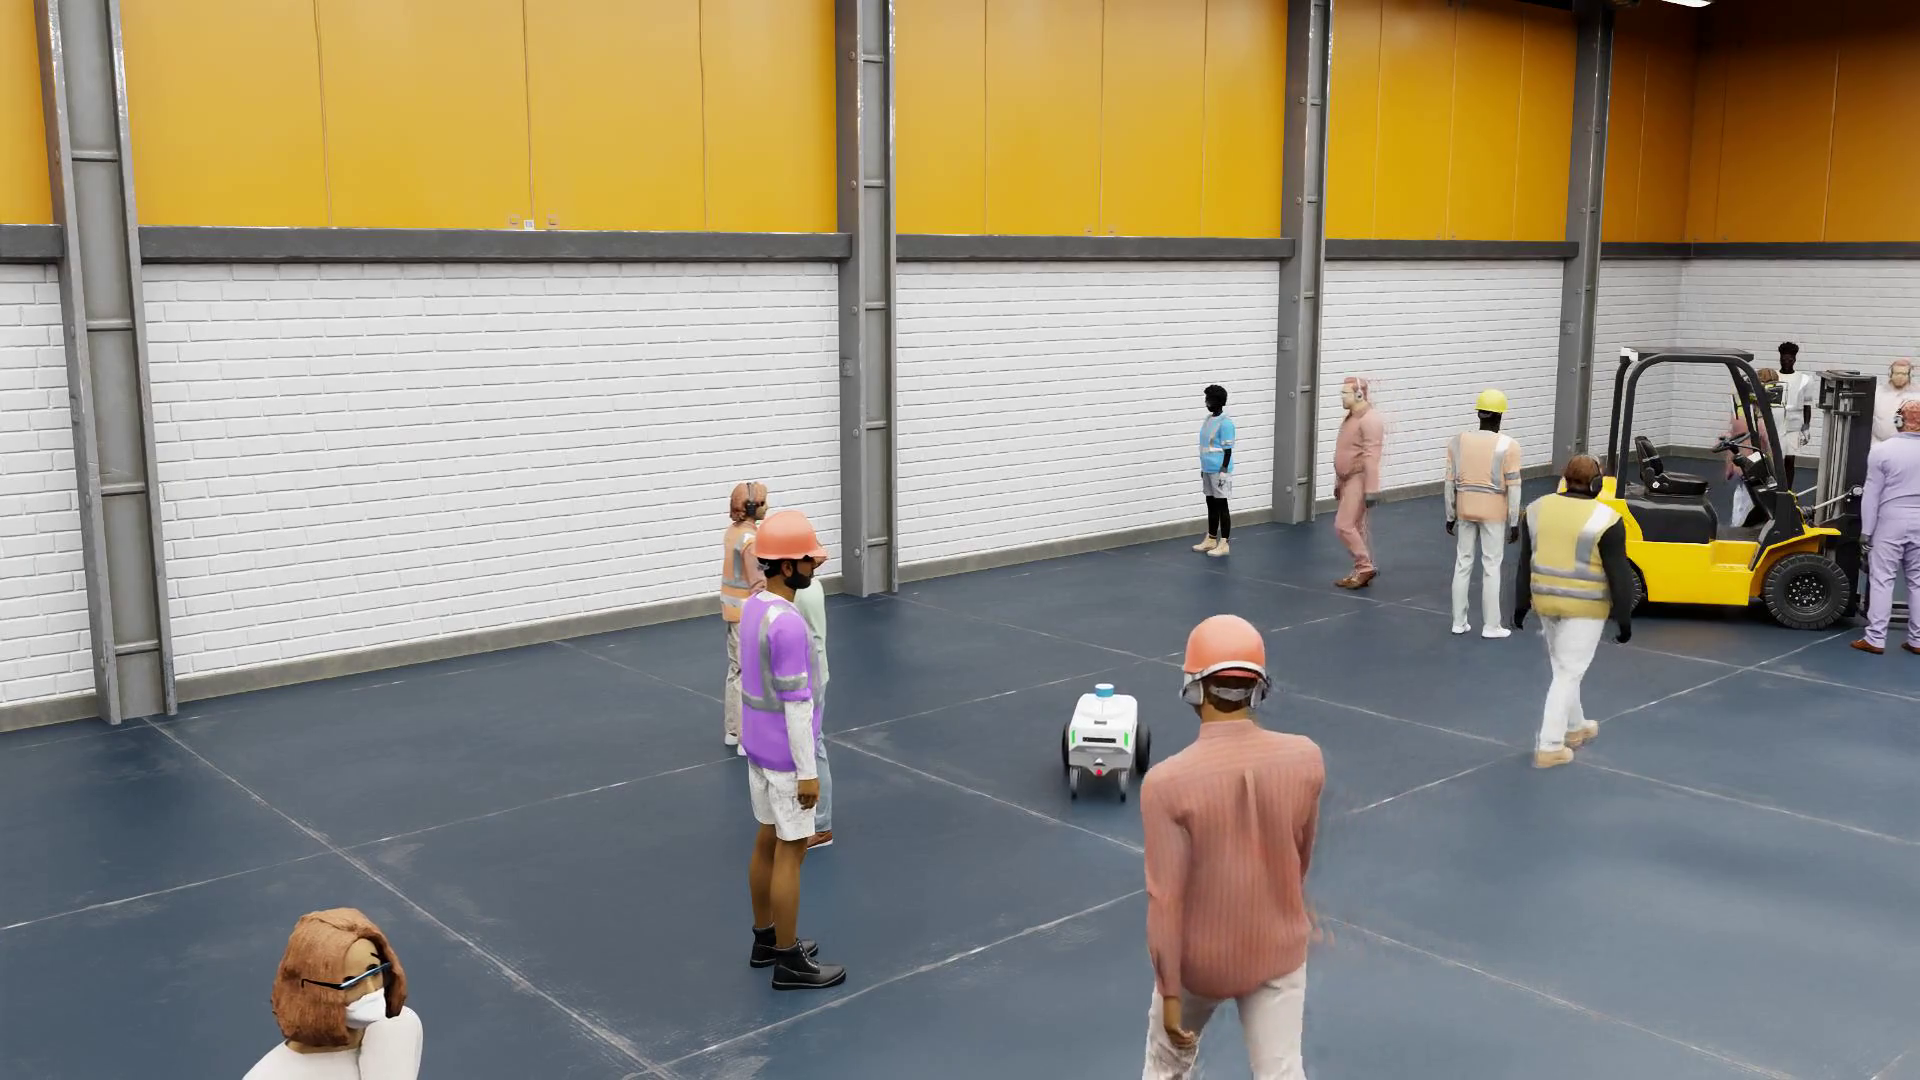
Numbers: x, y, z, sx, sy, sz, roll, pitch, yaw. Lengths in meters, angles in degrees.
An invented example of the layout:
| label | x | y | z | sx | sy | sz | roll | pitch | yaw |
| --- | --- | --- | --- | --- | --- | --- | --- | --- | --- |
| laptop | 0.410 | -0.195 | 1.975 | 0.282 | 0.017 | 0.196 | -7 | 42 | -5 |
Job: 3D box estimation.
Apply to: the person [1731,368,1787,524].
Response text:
| label | x | y | z | sx | sy | sz | roll | pitch | yaw |
| --- | --- | --- | --- | --- | --- | --- | --- | --- | --- |
| person | 7.948 | -0.786 | 16.525 | 0.429 | 1.844 | 0.627 | -4 | 10 | -20 |

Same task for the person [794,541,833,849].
| label | x | y | z | sx | sy | sz | roll | pitch | yaw |
| --- | --- | --- | --- | --- | --- | --- | --- | --- | --- |
| person | -0.796 | 0.723 | 8.297 | 0.272 | 1.632 | 0.508 | -3 | 10 | -16 |

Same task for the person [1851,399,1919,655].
| label | x | y | z | sx | sy | sz | roll | pitch | yaw |
| --- | --- | --- | --- | --- | --- | --- | --- | --- | --- |
| person | 6.982 | -0.096 | 12.323 | 0.641 | 1.900 | 0.403 | 1 | 10 | 4 |

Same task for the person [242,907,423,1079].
| label | x | y | z | sx | sy | sz | roll | pitch | yaw |
| --- | --- | --- | --- | --- | --- | --- | --- | --- | --- |
| person | -1.265 | 1.547 | 3.467 | 0.279 | 1.634 | 0.499 | 4 | 11 | 24 |

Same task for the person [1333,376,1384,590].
| label | x | y | z | sx | sy | sz | roll | pitch | yaw |
| --- | --- | --- | --- | --- | --- | --- | --- | --- | --- |
| person | 3.477 | -0.494 | 14.671 | 0.445 | 1.889 | 0.671 | -1 | 10 | -4 |

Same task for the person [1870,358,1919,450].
| label | x | y | z | sx | sy | sz | roll | pitch | yaw |
| --- | --- | --- | --- | --- | --- | --- | --- | --- | --- |
| person | 10.023 | -1.020 | 17.822 | 0.646 | 1.875 | 0.825 | 6 | 12 | 33 |

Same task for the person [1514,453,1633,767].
| label | x | y | z | sx | sy | sz | roll | pitch | yaw |
| --- | --- | --- | --- | --- | --- | --- | --- | --- | --- |
| person | 3.658 | 0.390 | 9.709 | 0.853 | 1.812 | 0.660 | -7 | 12 | -34 |

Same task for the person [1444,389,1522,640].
| label | x | y | z | sx | sy | sz | roll | pitch | yaw |
| --- | --- | --- | --- | --- | --- | --- | --- | --- | --- |
| person | 4.041 | -0.200 | 12.846 | 0.594 | 1.924 | 0.382 | 8 | 13 | 40 |

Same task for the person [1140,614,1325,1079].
| label | x | y | z | sx | sy | sz | roll | pitch | yaw |
| --- | --- | --- | --- | --- | --- | --- | --- | --- | --- |
| person | 0.781 | 1.180 | 4.772 | 0.587 | 1.935 | 1.056 | -2 | 10 | -14 |

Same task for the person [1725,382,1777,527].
| label | x | y | z | sx | sy | sz | roll | pitch | yaw |
| --- | --- | --- | --- | --- | --- | --- | --- | --- | --- |
| person | 7.730 | -0.646 | 16.015 | 0.802 | 1.731 | 0.540 | -2 | 10 | -13 |

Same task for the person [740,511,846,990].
| label | x | y | z | sx | sy | sz | roll | pitch | yaw |
| --- | --- | --- | --- | --- | --- | --- | --- | --- | --- |
| person | -0.692 | 0.841 | 6.716 | 0.358 | 1.938 | 0.545 | -5 | 11 | -25 |

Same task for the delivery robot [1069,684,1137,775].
| label | x | y | z | sx | sy | sz | roll | pitch | yaw |
| --- | --- | --- | --- | --- | --- | --- | --- | --- | --- |
| delivery robot | 0.803 | 1.047 | 9.280 | 0.477 | 0.478 | 0.707 | 1 | 10 | 9 |

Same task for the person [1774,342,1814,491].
| label | x | y | z | sx | sy | sz | roll | pitch | yaw |
| --- | --- | --- | --- | --- | --- | --- | --- | --- | --- |
| person | 9.521 | -1.315 | 19.262 | 0.613 | 1.962 | 0.364 | 4 | 10 | 22 |

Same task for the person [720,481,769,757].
| label | x | y | z | sx | sy | sz | roll | pitch | yaw |
| --- | --- | --- | --- | --- | --- | --- | --- | --- | --- |
| person | -1.253 | 0.467 | 9.805 | 0.312 | 1.633 | 0.519 | -4 | 10 | -21 |

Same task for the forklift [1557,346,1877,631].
| label | x | y | z | sx | sy | sz | roll | pitch | yaw |
| --- | --- | --- | --- | --- | --- | --- | --- | --- | --- |
| forklift | 6.109 | -0.478 | 13.691 | 2.313 | 2.155 | 1.214 | 3 | 10 | 16 |

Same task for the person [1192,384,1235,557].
| label | x | y | z | sx | sy | sz | roll | pitch | yaw |
| --- | --- | --- | --- | --- | --- | --- | --- | --- | --- |
| person | 2.516 | -0.688 | 16.382 | 0.319 | 1.693 | 0.532 | -3 | 10 | -17 |
